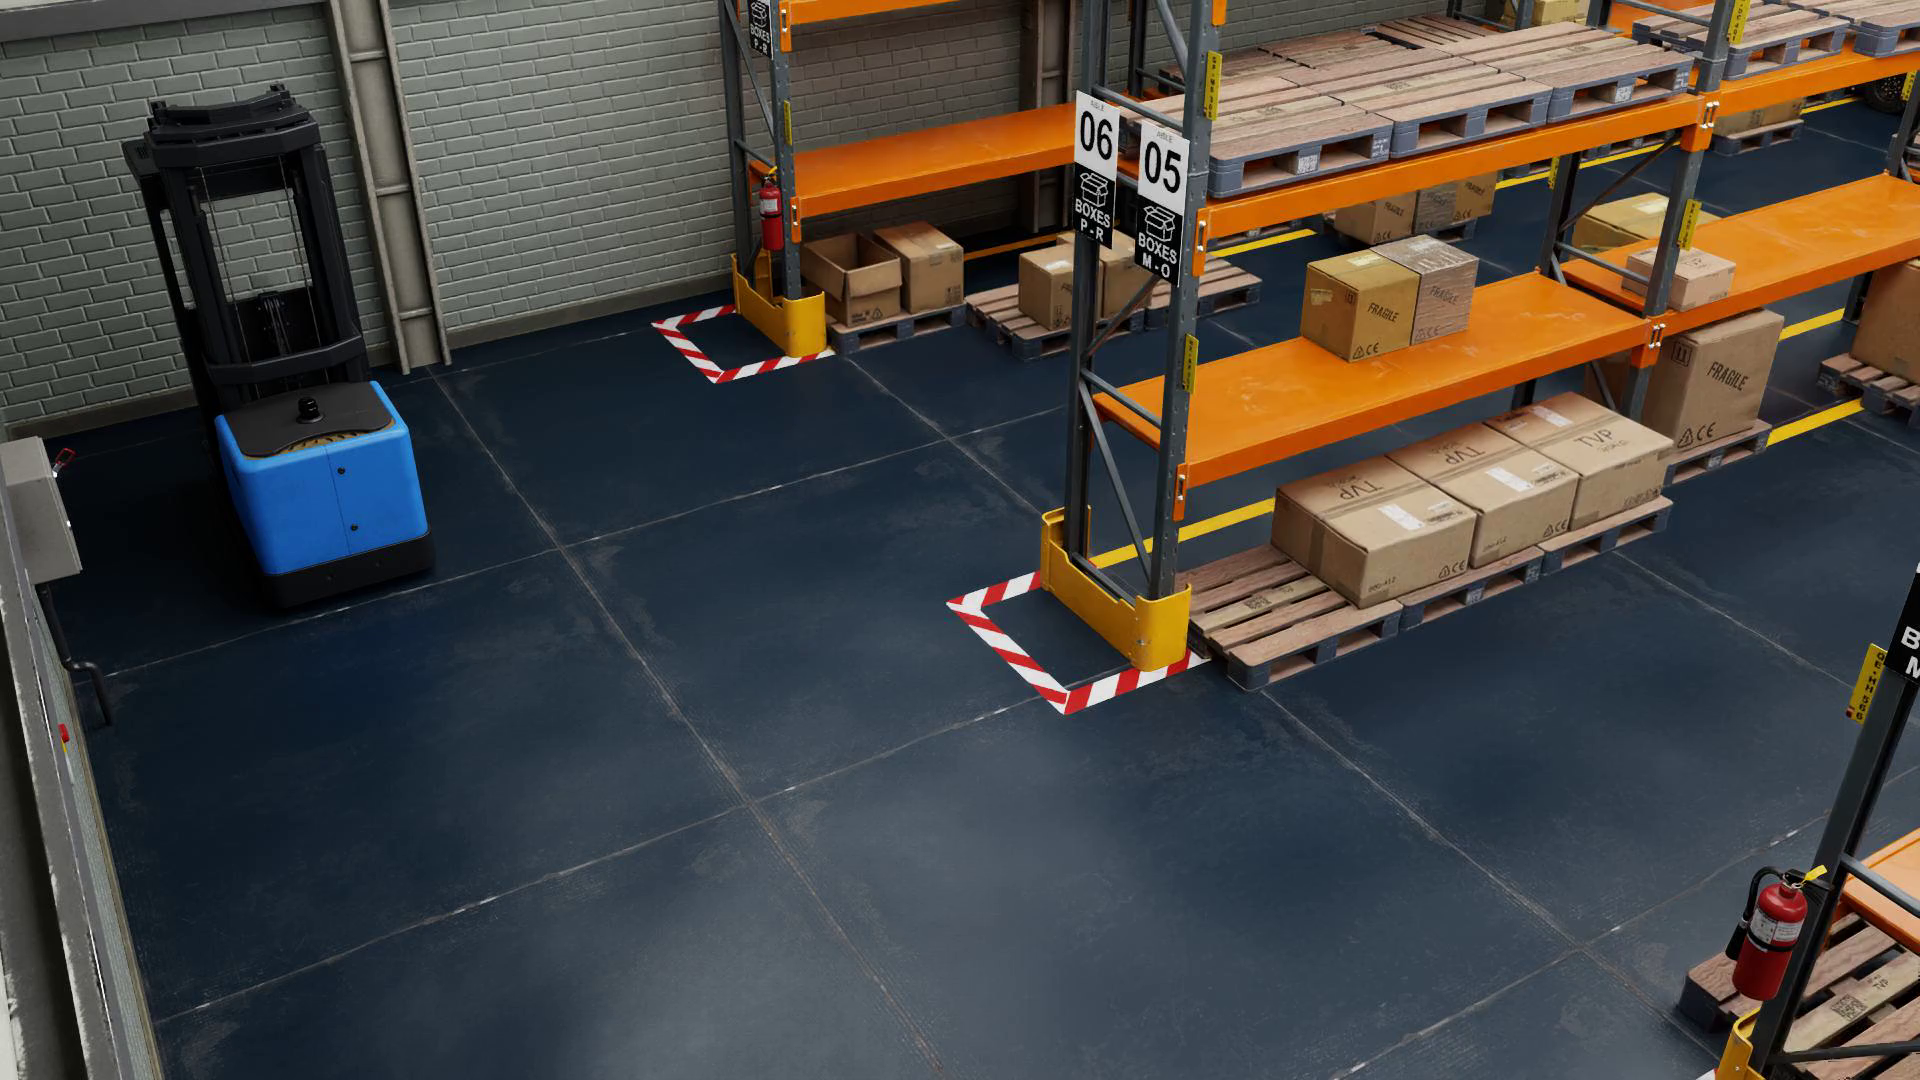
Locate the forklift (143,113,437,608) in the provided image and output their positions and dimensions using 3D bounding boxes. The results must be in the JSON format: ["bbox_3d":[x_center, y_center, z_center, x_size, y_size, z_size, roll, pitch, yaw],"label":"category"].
[{"bbox_3d":[-4.289,-1.259,10.509,1.129,2.768,1.873,-17,36,-26],"label":"forklift"}]

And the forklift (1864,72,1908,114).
[{"bbox_3d":[11.468,-5.645,18.244,1.214,2.155,2.313,-17,36,-26],"label":"forklift"}]
